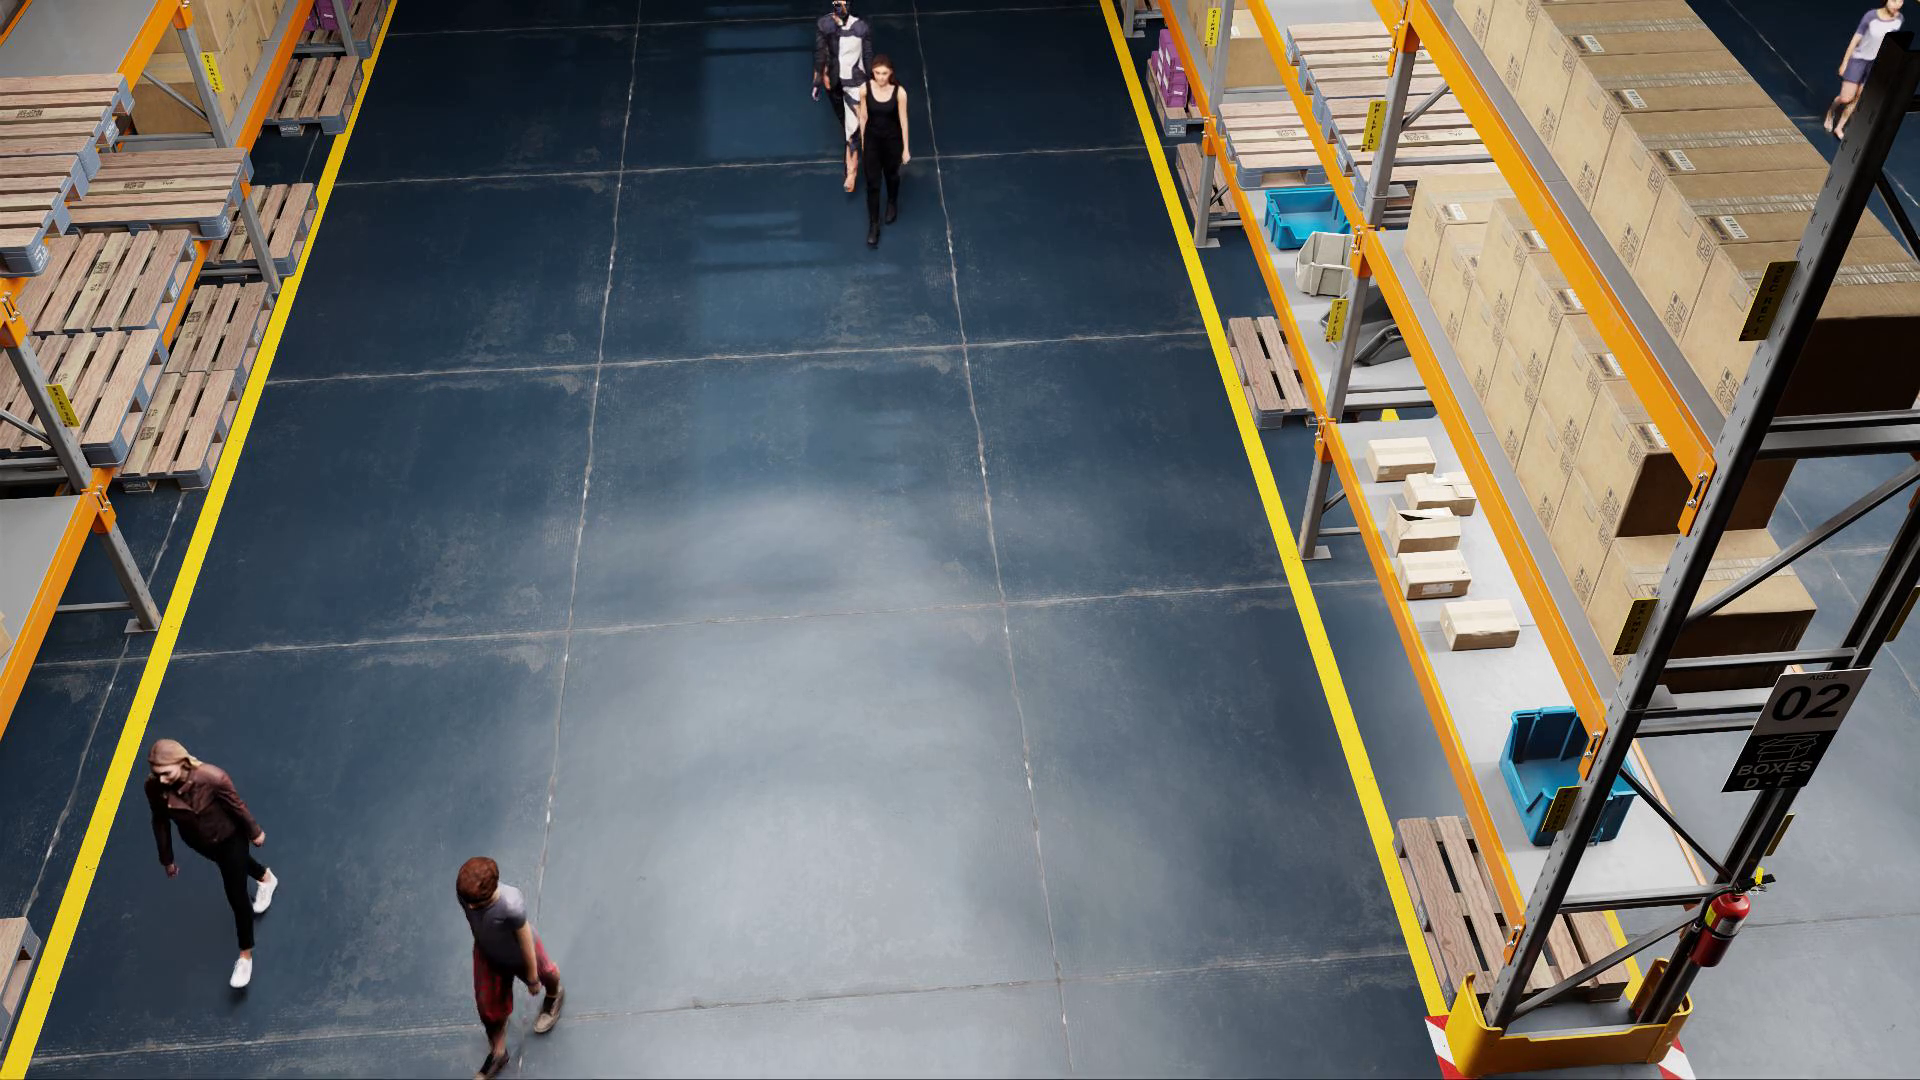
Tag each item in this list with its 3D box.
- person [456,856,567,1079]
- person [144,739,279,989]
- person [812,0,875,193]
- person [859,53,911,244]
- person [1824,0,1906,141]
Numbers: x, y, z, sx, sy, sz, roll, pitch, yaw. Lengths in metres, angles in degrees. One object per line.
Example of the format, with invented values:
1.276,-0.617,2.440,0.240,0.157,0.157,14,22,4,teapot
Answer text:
-2.319,2.089,8.722,0.862,1.627,1.065,14,45,14,person
-4.095,1.592,9.219,0.709,1.662,1.073,0,44,0,person
-1.035,-4.204,15.169,0.935,1.846,1.270,9,44,9,person
-0.646,-3.500,14.565,0.746,1.659,1.017,6,44,6,person
8.556,-4.564,15.756,0.587,1.557,0.581,0,44,0,person
